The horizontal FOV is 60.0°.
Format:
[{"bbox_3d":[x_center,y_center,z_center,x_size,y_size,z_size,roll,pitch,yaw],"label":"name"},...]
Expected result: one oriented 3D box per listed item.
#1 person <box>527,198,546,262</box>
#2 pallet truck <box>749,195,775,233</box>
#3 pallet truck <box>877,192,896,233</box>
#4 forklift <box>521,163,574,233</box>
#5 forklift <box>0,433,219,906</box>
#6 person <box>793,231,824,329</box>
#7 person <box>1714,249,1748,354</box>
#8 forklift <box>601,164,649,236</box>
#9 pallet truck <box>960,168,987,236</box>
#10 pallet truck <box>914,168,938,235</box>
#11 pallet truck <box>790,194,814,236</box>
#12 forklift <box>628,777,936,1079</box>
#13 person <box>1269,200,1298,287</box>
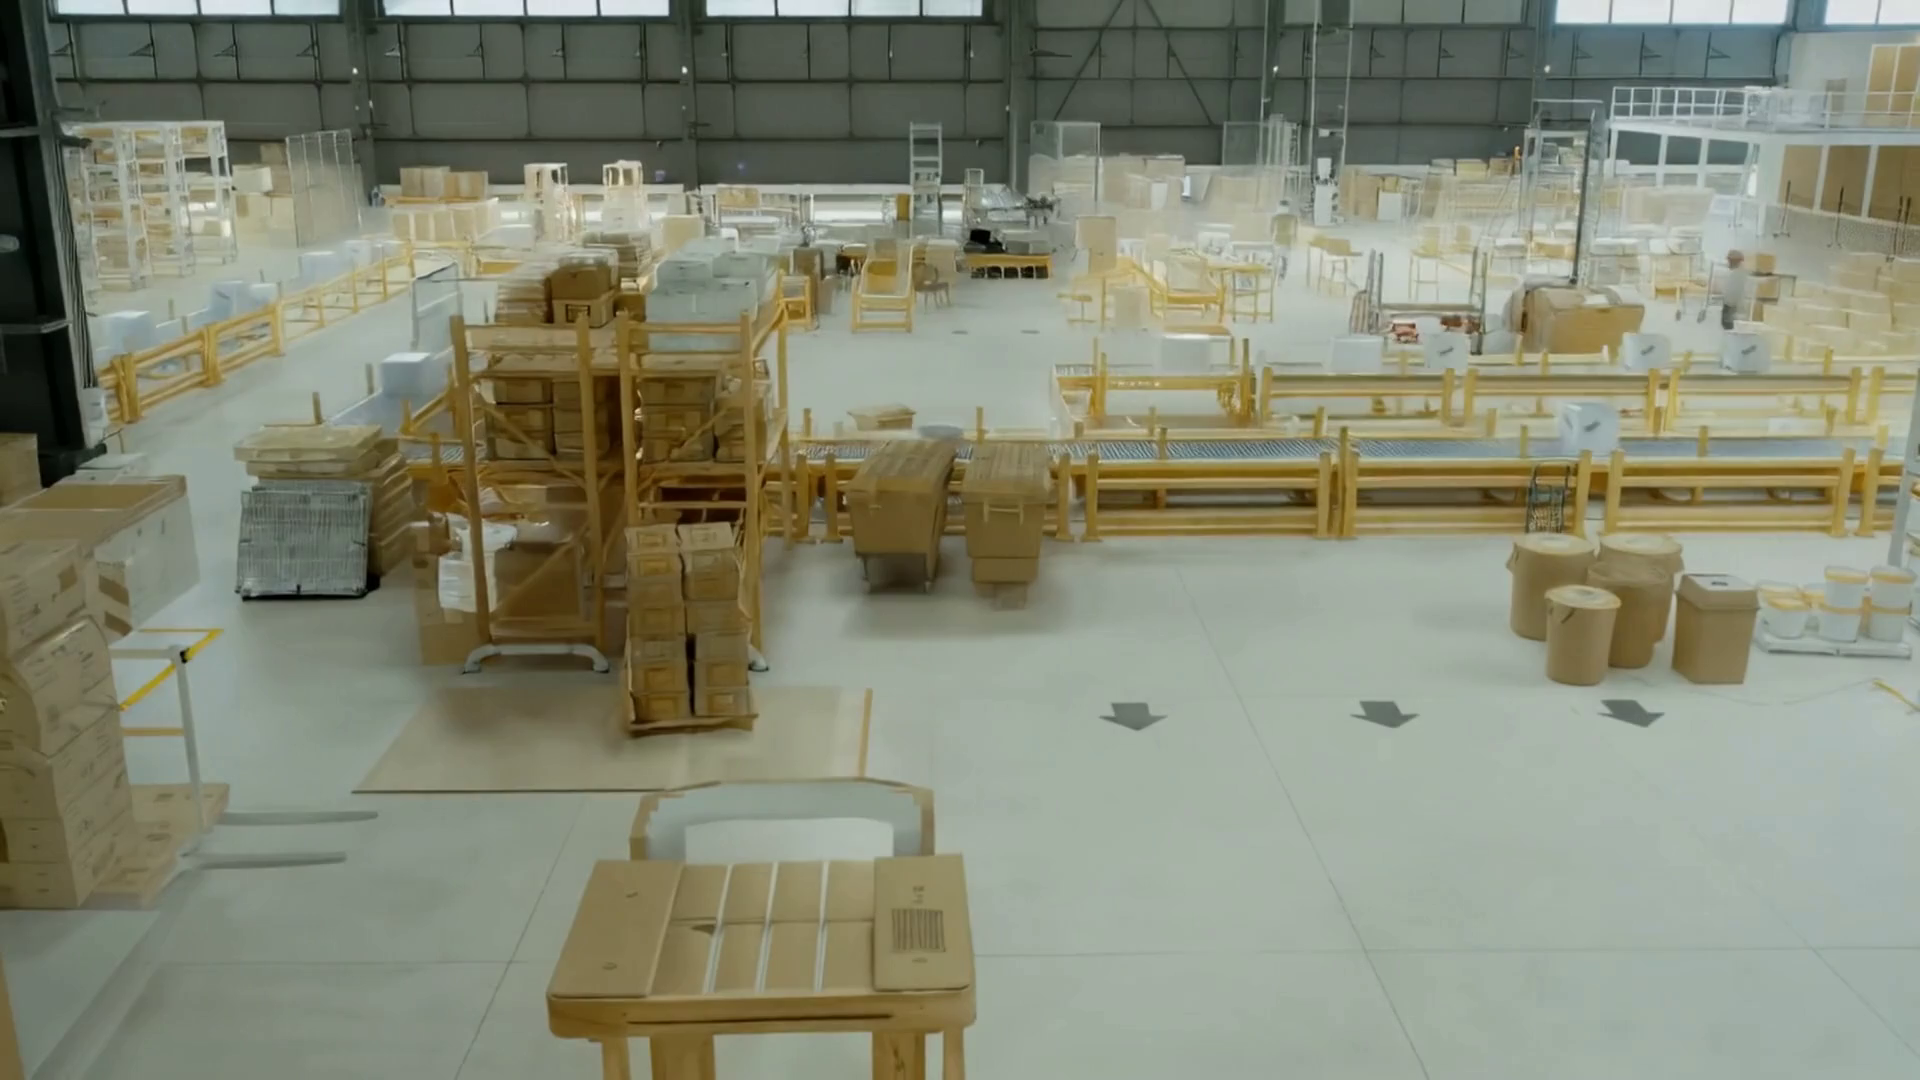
[{"bbox_3d":[-10.653,-7.744,42.005,0.479,1.746,0.534,-10,19,-32],"label":"person"},{"bbox_3d":[-6.051,-9.967,50.660,0.680,1.201,1.601,0,16,-1],"label":"pallet truck"},{"bbox_3d":[-2.277,-9.986,50.594,0.653,1.274,1.630,0,16,-1],"label":"pallet truck"},{"bbox_3d":[-12.233,-10.122,49.298,1.157,1.987,2.680,0,16,-1],"label":"forklift"},{"bbox_3d":[-5.952,0.780,10.366,1.873,2.768,1.129,0,16,-1],"label":"forklift"},{"bbox_3d":[-2.964,-5.066,32.415,0.643,1.912,0.407,5,17,17],"label":"person"},{"bbox_3d":[13.547,-4.147,29.200,0.426,1.919,0.563,-1,16,-4],"label":"person"},{"bbox_3d":[-9.948,-10.127,49.296,1.157,1.987,2.680,-1,16,-3],"label":"forklift"},{"bbox_3d":[0.383,-10.230,50.206,0.823,1.965,1.885,-1,16,-3],"label":"pallet truck"},{"bbox_3d":[-0.989,-10.316,50.507,0.823,1.965,1.885,1,16,3],"label":"pallet truck"},{"bbox_3d":[-4.814,-9.883,50.259,0.704,1.261,1.522,-1,16,-3],"label":"pallet truck"},{"bbox_3d":[-0.542,2.165,5.552,1.129,2.768,1.873,-1,16,-2],"label":"forklift"},{"bbox_3d":[7.513,-6.879,38.637,0.639,2.013,1.000,3,16,11],"label":"person"}]
